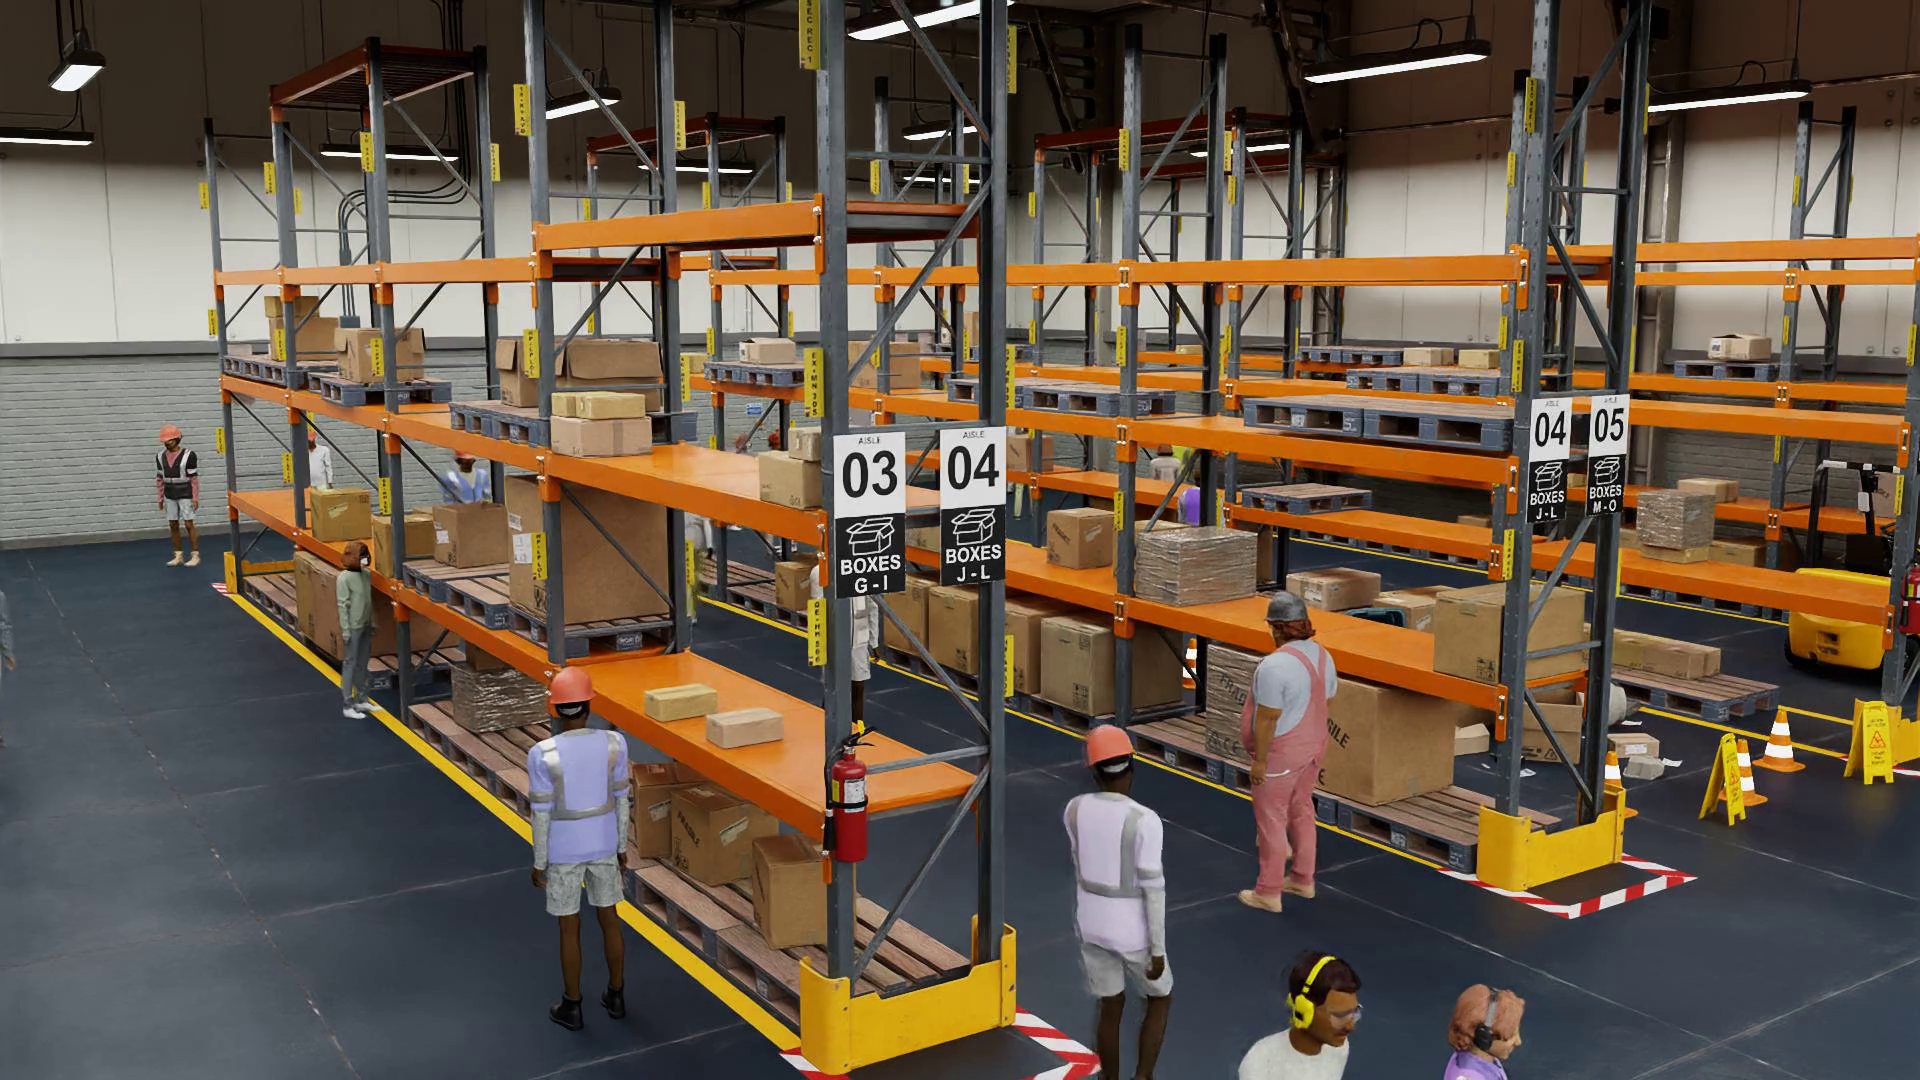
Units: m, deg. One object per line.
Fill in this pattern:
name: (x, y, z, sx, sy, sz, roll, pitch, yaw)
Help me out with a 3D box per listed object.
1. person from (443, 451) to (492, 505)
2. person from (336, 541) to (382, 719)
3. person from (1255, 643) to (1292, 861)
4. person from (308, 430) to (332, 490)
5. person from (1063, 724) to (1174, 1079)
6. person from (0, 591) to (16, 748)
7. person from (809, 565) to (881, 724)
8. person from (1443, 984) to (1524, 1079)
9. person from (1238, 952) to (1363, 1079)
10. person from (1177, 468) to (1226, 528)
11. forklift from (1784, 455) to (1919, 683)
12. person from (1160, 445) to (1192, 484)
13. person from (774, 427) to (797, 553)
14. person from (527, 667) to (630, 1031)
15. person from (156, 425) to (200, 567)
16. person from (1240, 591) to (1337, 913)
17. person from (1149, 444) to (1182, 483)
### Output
person: (-6.298, -0.268, 21.283, 1.018, 2.007, 0.607, 8, 12, 44)
person: (-5.537, 0.812, 15.302, 0.267, 1.632, 0.507, 2, 9, 10)
person: (2.216, 1.364, 11.452, 0.319, 1.690, 0.540, -3, 9, -20)
person: (-10.343, -0.935, 26.602, 0.574, 1.737, 0.354, -3, 9, -18)
person: (0.758, 1.814, 7.790, 0.588, 1.891, 0.413, 7, 11, 40)
person: (-8.256, 0.975, 13.928, 0.629, 1.731, 0.562, 8, 12, 43)
person: (-0.936, 0.837, 13.766, 0.609, 2.048, 0.367, -4, 10, -26)
person: (1.713, 2.274, 5.558, 0.308, 1.638, 0.513, 3, 9, 18)
person: (0.993, 2.191, 5.547, 0.539, 1.819, 0.687, -6, 11, -36)
person: (2.884, 0.047, 19.711, 0.627, 1.844, 0.429, 7, 11, 40)
forklift: (9.643, 0.253, 17.172, 2.313, 2.155, 1.214, -6, 10, -33)
person: (3.568, -1.067, 27.633, 0.580, 1.691, 0.359, 1, 9, 5)
person: (-2.615, -0.757, 24.871, 0.407, 1.902, 0.638, -1, 9, -9)
person: (-2.028, 1.632, 8.849, 0.547, 1.934, 0.375, -5, 10, -31)
person: (-11.070, -0.616, 23.514, 0.613, 2.031, 0.402, 1, 9, 7)
person: (2.062, 1.314, 10.616, 0.686, 2.000, 0.537, -8, 12, -43)
person: (3.144, -0.713, 25.486, 0.499, 1.628, 0.267, -1, 9, -4)
